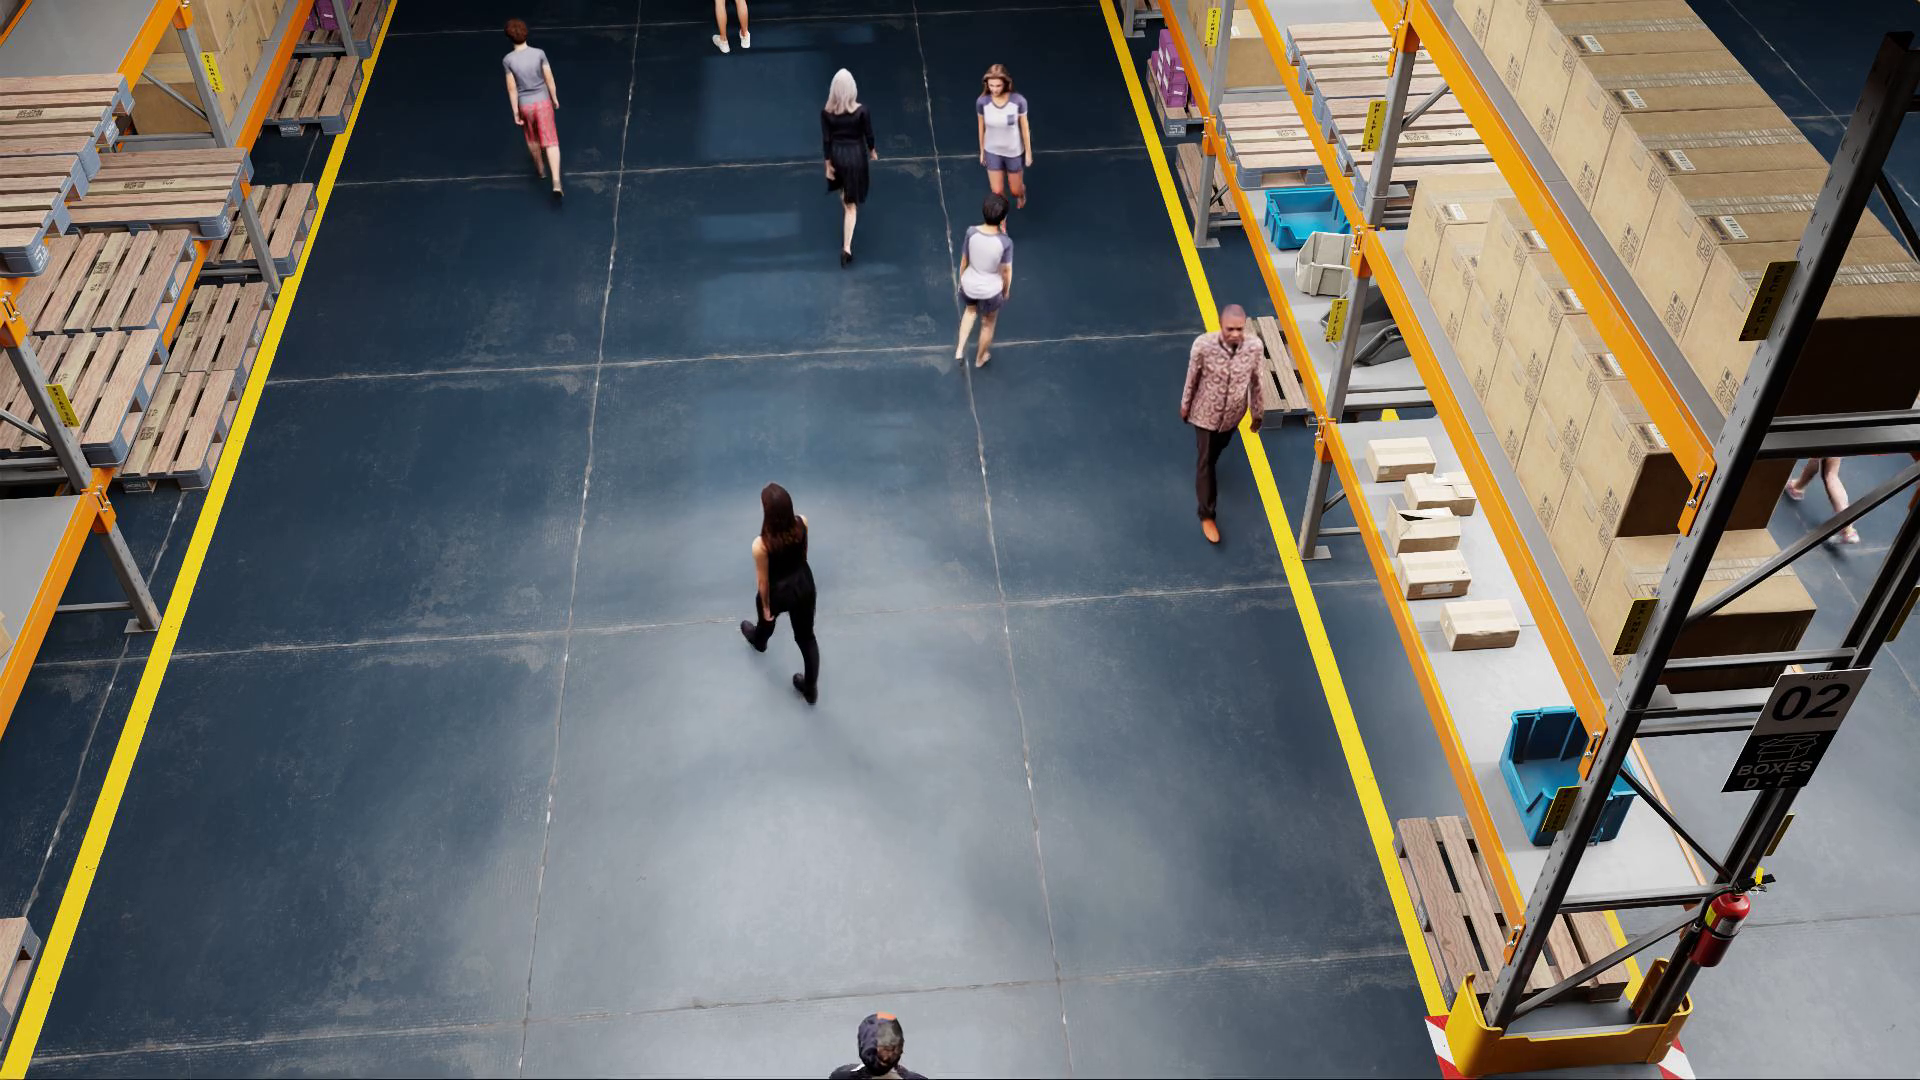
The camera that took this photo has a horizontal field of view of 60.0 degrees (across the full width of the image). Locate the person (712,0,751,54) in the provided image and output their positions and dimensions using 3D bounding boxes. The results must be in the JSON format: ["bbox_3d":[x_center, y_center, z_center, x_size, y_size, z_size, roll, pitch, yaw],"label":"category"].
[{"bbox_3d":[-2.403,-5.915,16.949,0.714,1.868,0.685,-17,46,-17],"label":"person"}]

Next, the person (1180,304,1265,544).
[{"bbox_3d":[1.837,-0.971,11.836,0.722,1.762,1.163,-4,44,-4],"label":"person"}]

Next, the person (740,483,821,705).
[{"bbox_3d":[-1.043,0.381,10.498,0.953,1.650,1.127,-28,50,-26],"label":"person"}]

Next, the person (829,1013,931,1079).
[{"bbox_3d":[-0.362,2.901,7.707,0.779,1.852,1.224,0,44,0],"label":"person"}]

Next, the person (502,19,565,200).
[{"bbox_3d":[-3.805,-3.847,14.958,0.691,1.621,1.133,-10,44,-10],"label":"person"}]

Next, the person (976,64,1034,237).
[{"bbox_3d":[0.407,-3.388,14.419,0.825,1.699,0.995,5,44,6],"label":"person"}]

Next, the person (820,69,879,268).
[{"bbox_3d":[-0.951,-3.125,14.131,0.762,1.716,1.091,6,44,6],"label":"person"}]

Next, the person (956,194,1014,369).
[{"bbox_3d":[0.166,-1.965,13.038,0.742,1.543,0.800,12,45,12],"label":"person"}]
